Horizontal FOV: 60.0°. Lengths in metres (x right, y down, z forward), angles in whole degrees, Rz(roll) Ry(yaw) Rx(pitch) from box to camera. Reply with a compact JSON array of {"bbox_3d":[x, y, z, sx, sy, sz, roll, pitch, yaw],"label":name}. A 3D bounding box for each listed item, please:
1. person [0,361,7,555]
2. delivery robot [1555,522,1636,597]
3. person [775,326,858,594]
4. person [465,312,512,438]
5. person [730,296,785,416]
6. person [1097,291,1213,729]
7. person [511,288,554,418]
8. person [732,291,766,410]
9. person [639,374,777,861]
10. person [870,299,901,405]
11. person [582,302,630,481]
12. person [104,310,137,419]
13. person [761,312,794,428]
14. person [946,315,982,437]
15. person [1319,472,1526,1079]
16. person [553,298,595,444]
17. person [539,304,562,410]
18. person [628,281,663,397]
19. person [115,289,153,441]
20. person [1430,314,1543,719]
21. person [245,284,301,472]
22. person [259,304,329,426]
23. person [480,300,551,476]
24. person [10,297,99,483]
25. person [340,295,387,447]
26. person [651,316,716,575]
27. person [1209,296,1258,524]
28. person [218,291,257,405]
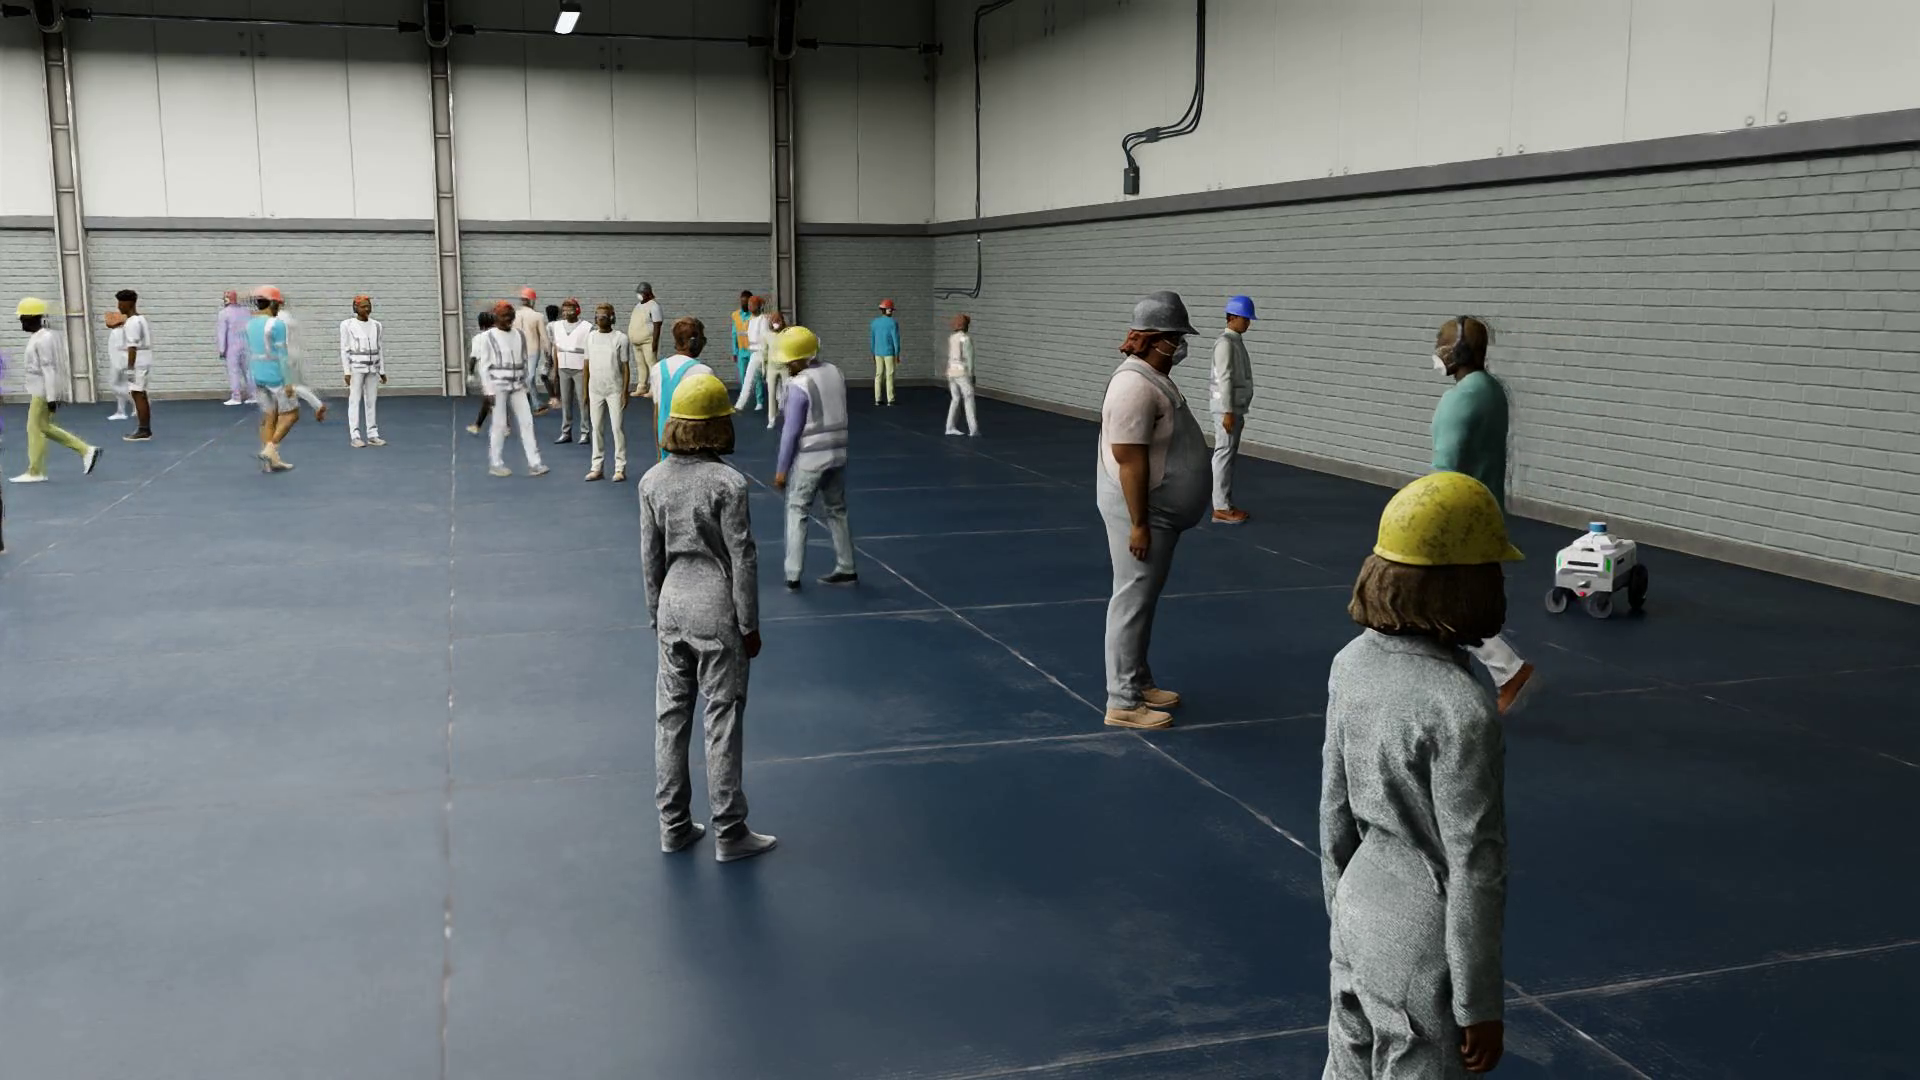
[{"bbox_3d":[-7.376,-0.830,12.372,0.660,1.951,0.435,4,10,26],"label":"person"},{"bbox_3d":[3.981,0.131,10.400,0.477,0.478,0.707,6,11,33],"label":"delivery robot"},{"bbox_3d":[-0.975,-0.531,11.037,0.452,1.777,0.623,6,11,34],"label":"person"},{"bbox_3d":[-6.226,-2.164,21.826,0.823,1.636,0.602,4,10,22],"label":"person"},{"bbox_3d":[-3.043,-2.778,25.231,1.015,1.828,0.599,-6,11,-33],"label":"person"},{"bbox_3d":[0.916,-0.155,7.795,0.535,2.000,0.683,2,9,13],"label":"person"},{"bbox_3d":[-6.470,-2.821,25.137,0.648,1.938,1.036,4,10,23],"label":"person"},{"bbox_3d":[-3.342,-3.015,26.507,0.607,1.904,0.413,3,10,21],"label":"person"},{"bbox_3d":[-0.915,0.277,5.982,0.484,1.745,0.296,5,10,29],"label":"person"},{"bbox_3d":[-1.211,-3.099,27.495,0.568,1.748,0.340,6,11,35],"label":"person"},{"bbox_3d":[-3.643,-1.519,17.120,0.508,1.847,0.345,1,9,9],"label":"person"},{"bbox_3d":[-12.432,-2.583,24.620,0.430,1.620,0.515,-4,10,-22],"label":"person"},{"bbox_3d":[-2.523,-2.358,23.178,0.499,1.627,0.279,0,9,-1],"label":"person"},{"bbox_3d":[0.027,-2.173,22.048,0.374,1.611,0.590,-5,10,-30],"label":"person"},{"bbox_3d":[0.833,0.744,3.005,0.297,1.743,0.493,-3,9,-16],"label":"person"},{"bbox_3d":[-4.876,-2.130,21.033,0.563,1.839,0.389,2,9,14],"label":"person"},{"bbox_3d":[-6.431,-2.885,26.361,0.357,1.682,0.540,5,10,30],"label":"person"},{"bbox_3d":[-5.580,-3.531,29.336,0.682,2.000,0.538,8,12,42],"label":"person"},{"bbox_3d":[-10.653,-2.258,21.480,0.385,1.959,0.607,-3,9,-17],"label":"person"},{"bbox_3d":[2.346,-0.077,7.665,0.632,1.920,0.642,5,10,30],"label":"person"},{"bbox_3d":[-7.375,-1.728,17.892,0.634,2.020,0.418,6,11,33],"label":"person"},{"bbox_3d":[-9.534,-2.572,23.691,0.855,1.904,0.664,-4,10,-25],"label":"person"},{"bbox_3d":[-4.661,-1.573,17.426,0.848,1.852,0.612,8,12,41],"label":"person"},{"bbox_3d":[-9.374,-1.545,17.095,0.760,1.908,0.598,-5,10,-30],"label":"person"},{"bbox_3d":[-7.421,-2.101,20.715,0.353,1.883,0.572,7,11,36],"label":"person"},{"bbox_3d":[-1.849,-0.584,11.197,0.523,1.834,0.339,5,10,30],"label":"person"},{"bbox_3d":[2.334,-1.115,14.250,0.403,1.937,0.604,3,9,17],"label":"person"},{"bbox_3d":[-12.049,-3.188,27.647,0.401,1.896,0.661,5,10,27],"label":"person"}]
